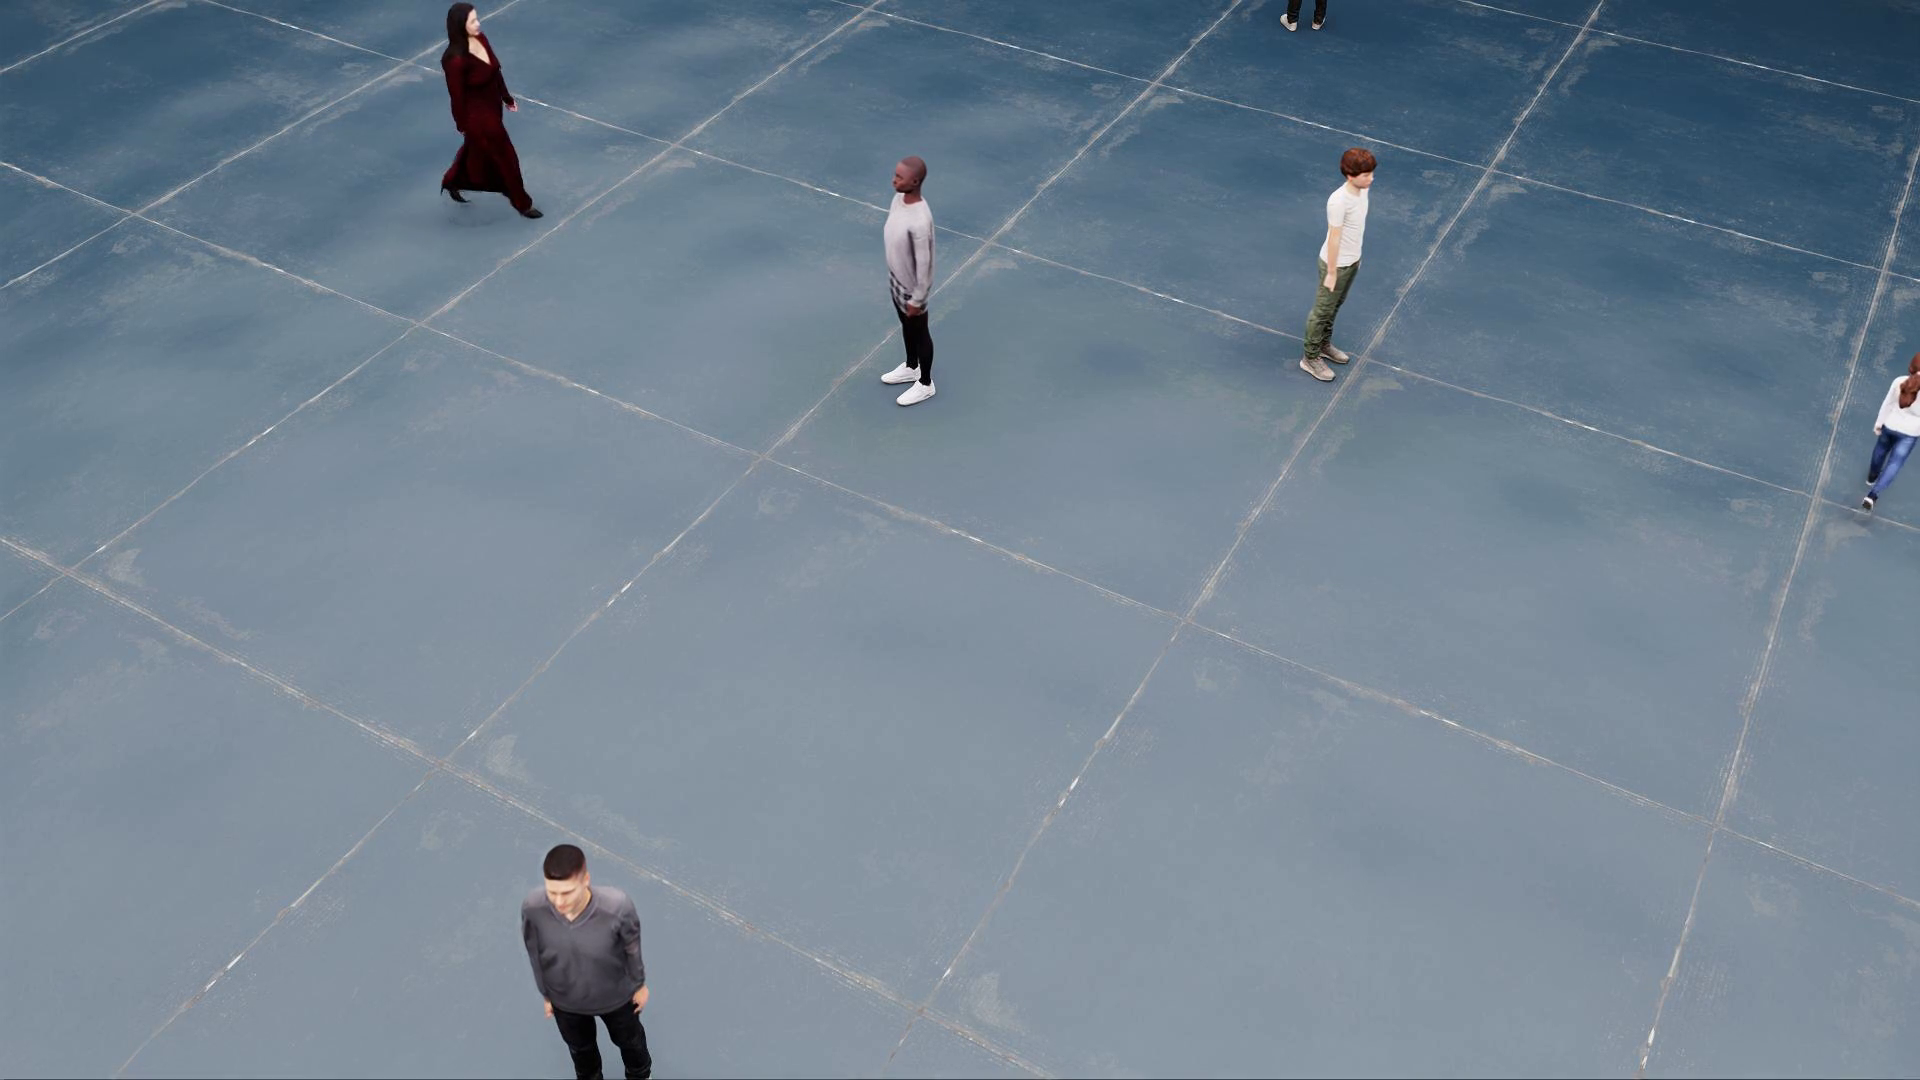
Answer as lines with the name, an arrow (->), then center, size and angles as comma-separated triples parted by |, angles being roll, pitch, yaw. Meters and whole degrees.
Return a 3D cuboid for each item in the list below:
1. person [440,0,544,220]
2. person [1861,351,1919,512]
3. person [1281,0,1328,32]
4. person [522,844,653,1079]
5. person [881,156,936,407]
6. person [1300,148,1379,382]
person -> -3.692, -3.189, 12.456 | 0.990, 1.723, 1.108 | 4, 42, 4
person -> 5.744, -0.674, 10.155 | 0.510, 1.095, 0.801 | 29, 50, 28
person -> 3.182, -5.461, 14.934 | 0.713, 1.757, 0.710 | -1, 42, -1
person -> -1.521, 1.842, 6.889 | 0.705, 1.760, 0.723 | -2, 42, -2
person -> -0.307, -1.687, 10.766 | 0.728, 1.771, 0.697 | -16, 45, -17
person -> 2.515, -1.851, 11.034 | 0.657, 1.654, 0.494 | 26, 48, 26
